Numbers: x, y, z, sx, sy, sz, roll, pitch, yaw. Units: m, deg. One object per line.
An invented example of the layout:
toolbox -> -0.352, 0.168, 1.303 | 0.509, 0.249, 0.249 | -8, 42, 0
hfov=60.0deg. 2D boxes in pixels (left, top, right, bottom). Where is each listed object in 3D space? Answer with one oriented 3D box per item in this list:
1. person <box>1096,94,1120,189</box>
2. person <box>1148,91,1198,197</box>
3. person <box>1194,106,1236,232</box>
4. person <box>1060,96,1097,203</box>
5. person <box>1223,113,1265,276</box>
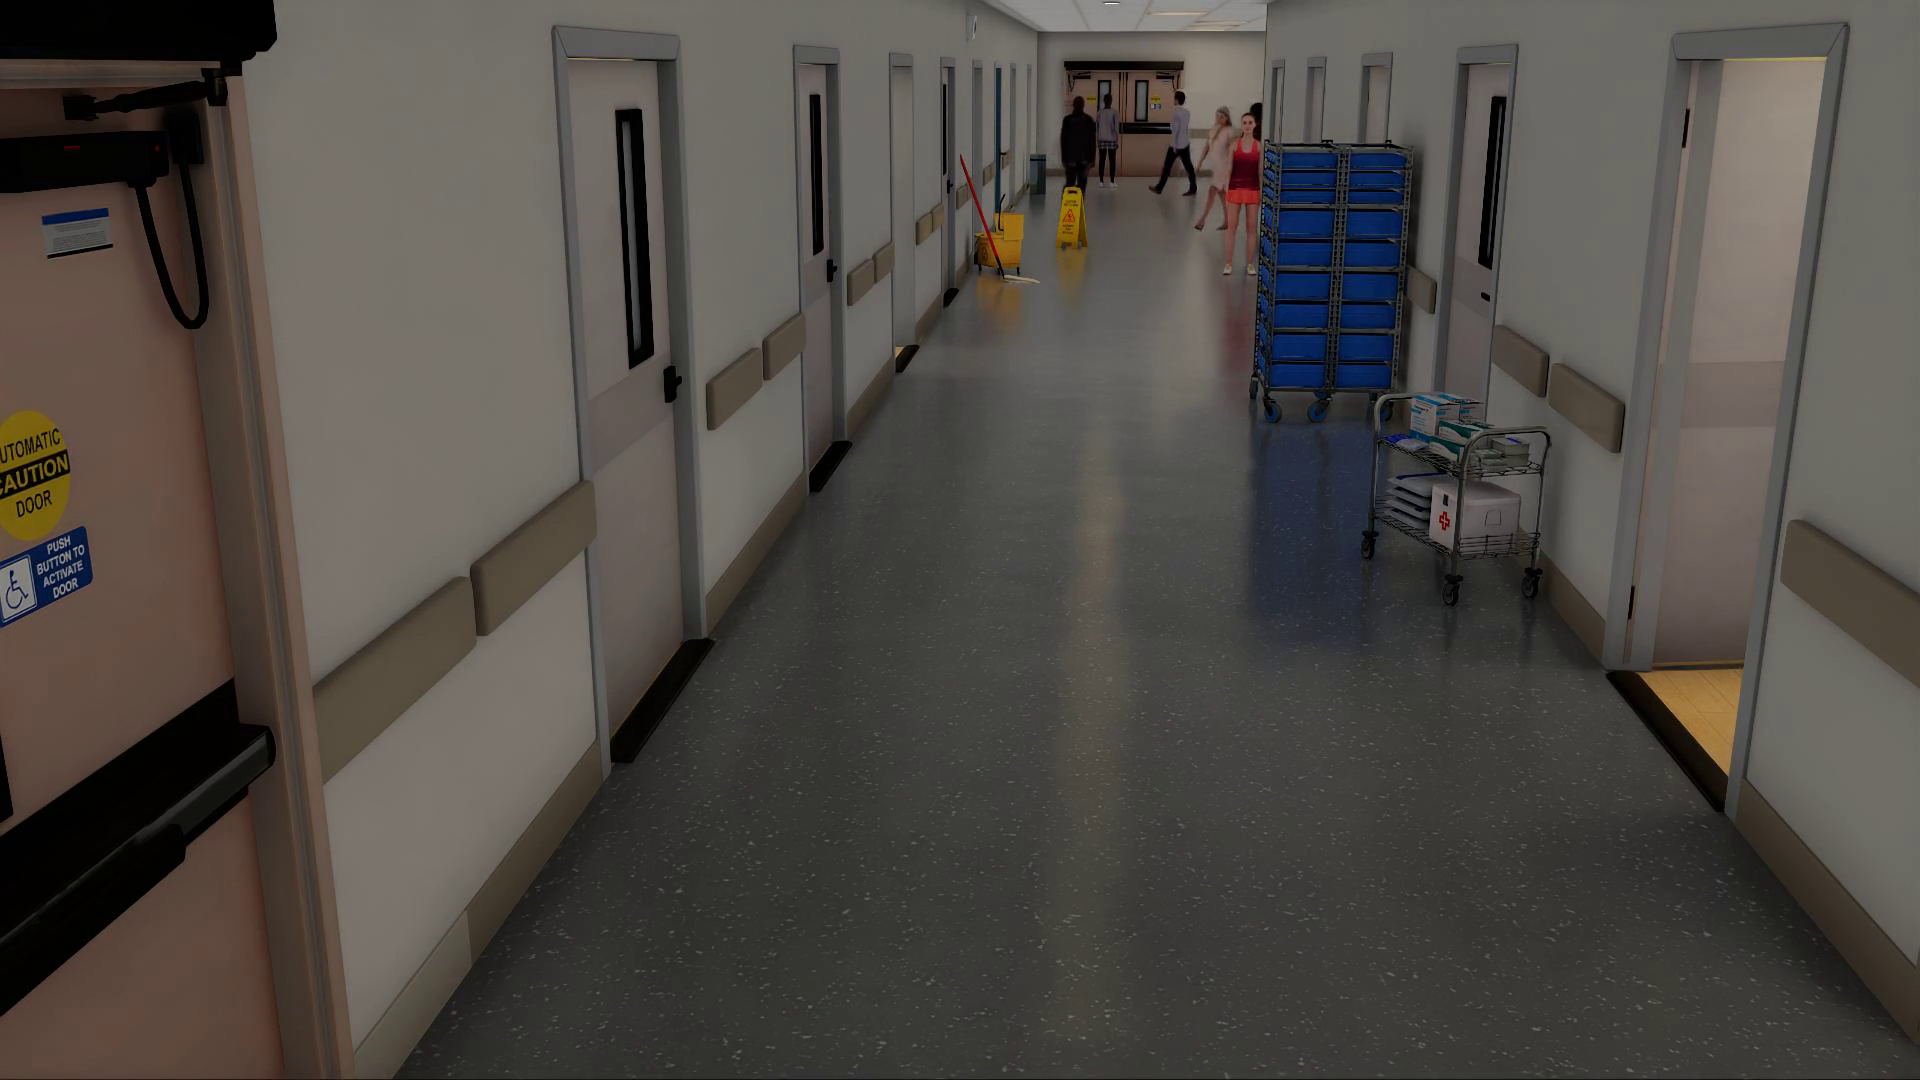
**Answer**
person -> 2.838, -7.702, 32.087 | 0.669, 1.771, 0.629 | 6, 17, 20
person -> 3.971, -6.984, 29.468 | 1.187, 1.812, 1.200 | -15, 22, -43
person -> 3.656, -5.099, 23.005 | 1.155, 1.690, 1.127 | -9, 18, -29
person -> 1.809, -5.893, 25.601 | 0.743, 1.809, 0.799 | 3, 16, 11
person -> 3.138, -3.823, 18.361 | 0.553, 1.754, 0.545 | 2, 16, 5
